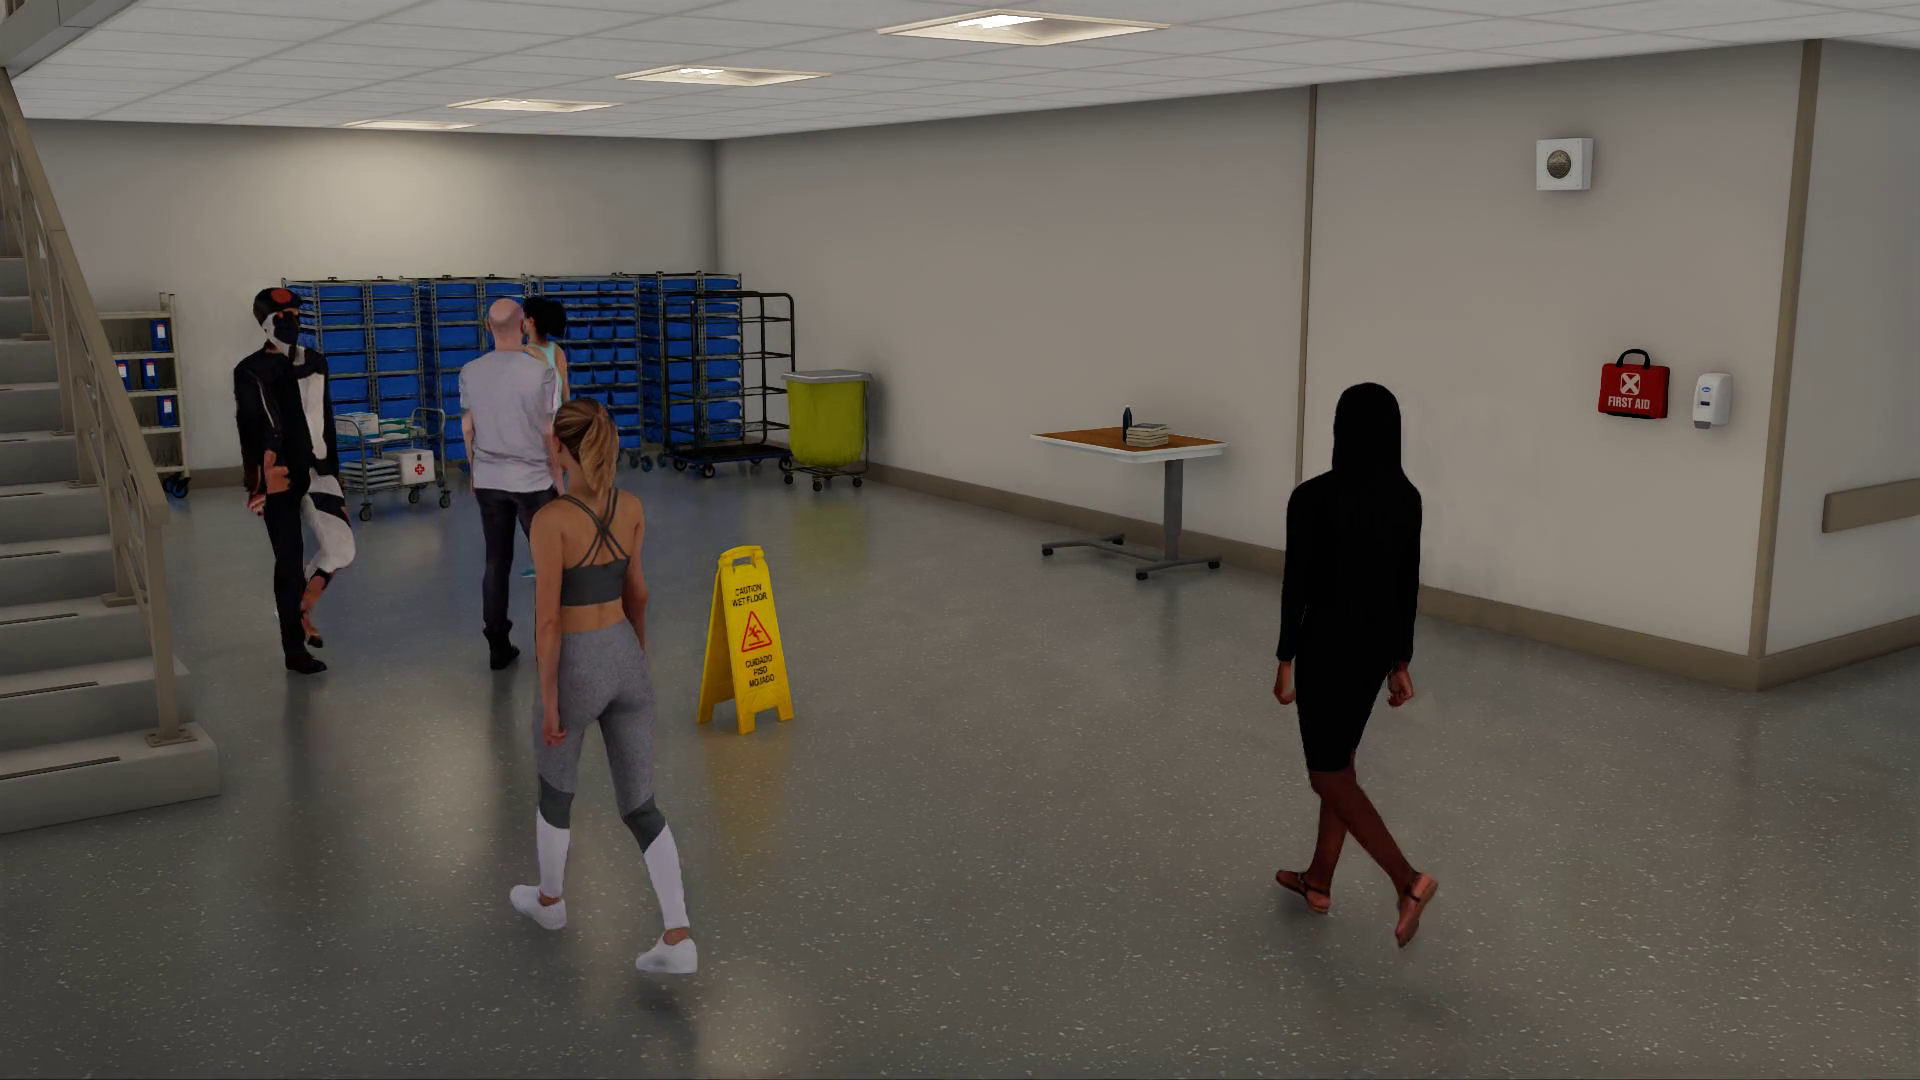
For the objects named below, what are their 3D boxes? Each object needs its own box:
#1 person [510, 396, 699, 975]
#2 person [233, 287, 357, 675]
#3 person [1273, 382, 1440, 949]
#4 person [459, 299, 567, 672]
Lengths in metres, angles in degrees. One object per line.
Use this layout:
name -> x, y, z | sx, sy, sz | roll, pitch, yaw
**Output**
person -> -0.996, 0.464, 4.778 | 0.709, 1.658, 1.172 | -10, 15, -43
person -> -3.318, -0.289, 8.153 | 0.879, 1.880, 0.844 | 7, 13, 31
person -> 1.209, 0.400, 5.000 | 0.744, 1.702, 1.084 | -5, 12, -23
person -> -2.195, -0.261, 8.145 | 0.786, 1.827, 0.848 | 2, 11, 10
